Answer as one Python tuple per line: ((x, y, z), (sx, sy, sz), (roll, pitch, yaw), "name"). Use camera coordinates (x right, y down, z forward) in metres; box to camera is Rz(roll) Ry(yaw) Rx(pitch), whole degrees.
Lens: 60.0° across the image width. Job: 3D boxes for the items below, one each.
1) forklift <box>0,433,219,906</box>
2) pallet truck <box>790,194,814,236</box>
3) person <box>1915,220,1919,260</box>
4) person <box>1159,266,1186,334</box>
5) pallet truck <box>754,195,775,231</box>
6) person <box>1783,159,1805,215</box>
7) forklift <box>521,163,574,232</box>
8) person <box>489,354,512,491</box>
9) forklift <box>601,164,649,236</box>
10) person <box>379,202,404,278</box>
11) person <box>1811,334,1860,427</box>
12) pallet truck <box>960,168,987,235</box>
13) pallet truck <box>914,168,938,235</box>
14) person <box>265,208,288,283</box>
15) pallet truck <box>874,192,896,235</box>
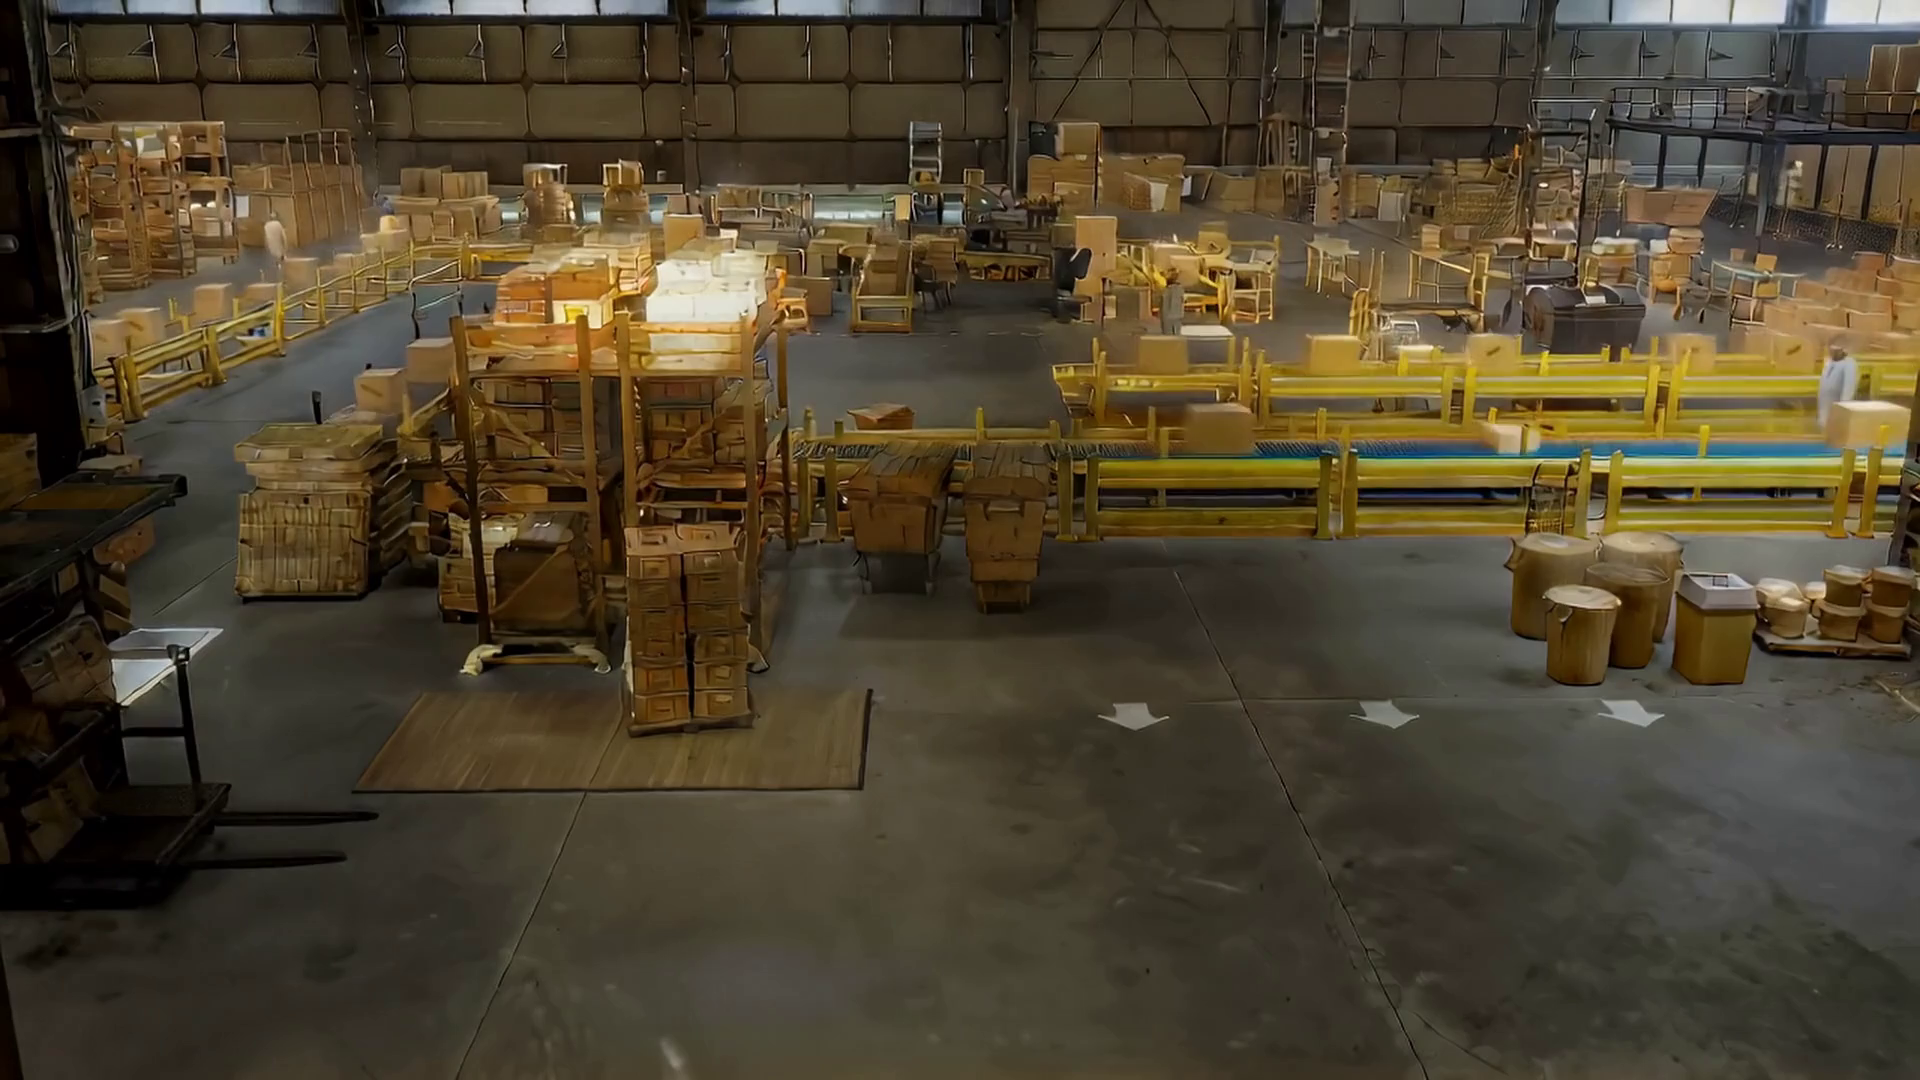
((-5.952, 0.780, 10.366), (1.873, 2.768, 1.129), (0, 16, -1), "forklift")
((-4.814, -9.883, 50.259), (0.704, 1.261, 1.522), (-1, 16, -3), "pallet truck")
((22.275, -6.763, 38.148), (0.616, 2.013, 0.916), (6, 17, 19), "person")
((3.558, -3.703, 27.928), (0.527, 1.772, 0.306), (-13, 20, -37), "person")
((-6.051, -9.967, 50.660), (0.680, 1.201, 1.601), (0, 16, -1), "pallet truck")
((28.400, -11.998, 56.593), (0.583, 1.871, 0.472), (-1, 16, -4), "person")
((-12.233, -10.122, 49.298), (1.157, 1.987, 2.680), (0, 16, -1), "forklift")
((-5.517, -1.429, 20.149), (0.368, 1.690, 0.575), (2, 16, 8), "person")
((-9.948, -10.127, 49.296), (1.157, 1.987, 2.680), (-1, 16, -3), "forklift")
((-13.737, -7.202, 40.024), (0.600, 1.807, 0.596), (7, 18, 24), "person")
((10.875, -1.688, 20.875), (0.889, 1.788, 0.626), (-1, 16, -4), "person")
((0.383, -10.230, 50.206), (0.823, 1.965, 1.885), (-1, 16, -3), "pallet truck")
((-0.989, -10.316, 50.507), (0.823, 1.965, 1.885), (1, 16, 3), "pallet truck")
((-15.314, -6.497, 37.392), (0.410, 1.909, 0.643), (-15, 22, -42), "person")
((-2.277, -9.986, 50.594), (0.653, 1.274, 1.630), (0, 16, -1), "pallet truck")
